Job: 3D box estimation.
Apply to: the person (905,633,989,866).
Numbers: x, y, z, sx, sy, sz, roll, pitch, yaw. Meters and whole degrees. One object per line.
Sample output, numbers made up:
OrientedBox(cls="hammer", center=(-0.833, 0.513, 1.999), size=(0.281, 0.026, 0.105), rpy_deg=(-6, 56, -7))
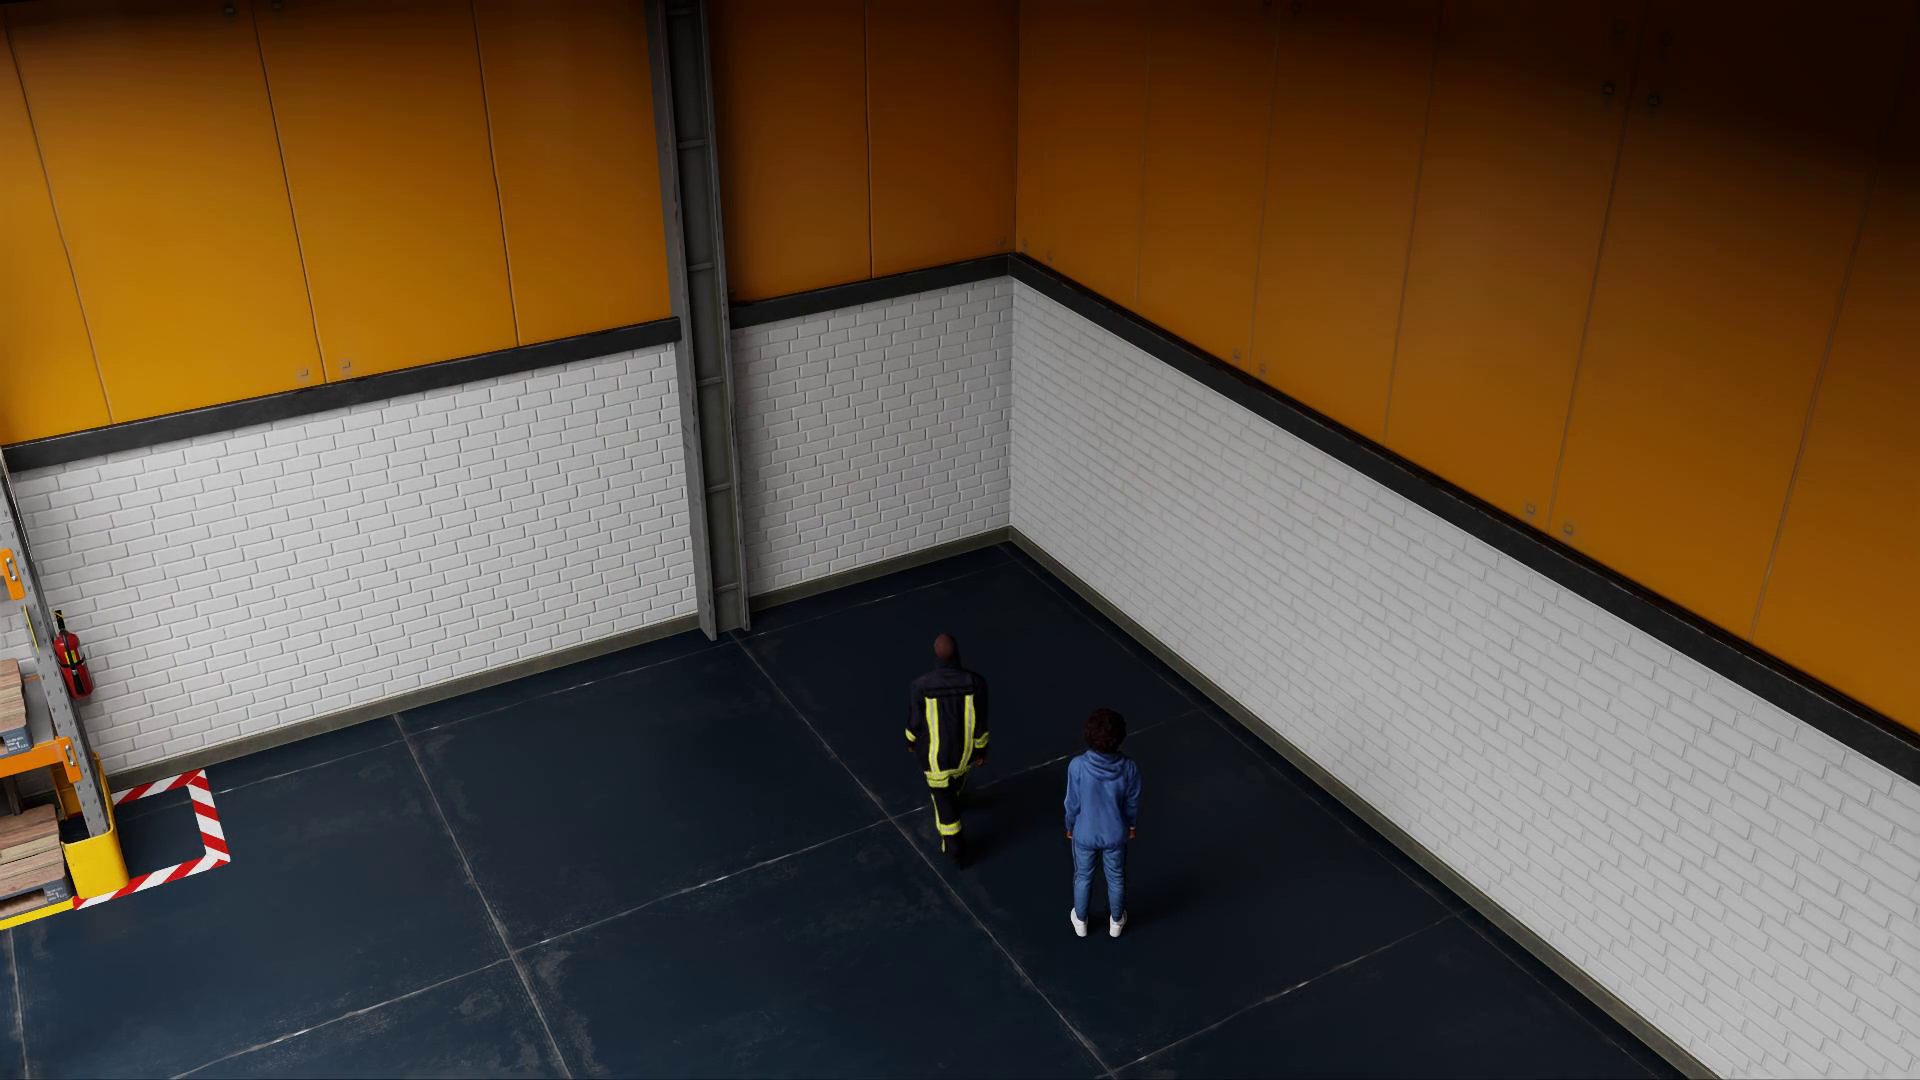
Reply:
OrientedBox(cls="person", center=(-0.071, 1.546, 12.185), size=(1.232, 1.775, 1.077), rpy_deg=(-5, 29, -9))

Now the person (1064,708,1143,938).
OrientedBox(cls="person", center=(0.964, 1.950, 11.410), size=(0.698, 1.808, 0.818), rpy_deg=(1, 29, 2))
